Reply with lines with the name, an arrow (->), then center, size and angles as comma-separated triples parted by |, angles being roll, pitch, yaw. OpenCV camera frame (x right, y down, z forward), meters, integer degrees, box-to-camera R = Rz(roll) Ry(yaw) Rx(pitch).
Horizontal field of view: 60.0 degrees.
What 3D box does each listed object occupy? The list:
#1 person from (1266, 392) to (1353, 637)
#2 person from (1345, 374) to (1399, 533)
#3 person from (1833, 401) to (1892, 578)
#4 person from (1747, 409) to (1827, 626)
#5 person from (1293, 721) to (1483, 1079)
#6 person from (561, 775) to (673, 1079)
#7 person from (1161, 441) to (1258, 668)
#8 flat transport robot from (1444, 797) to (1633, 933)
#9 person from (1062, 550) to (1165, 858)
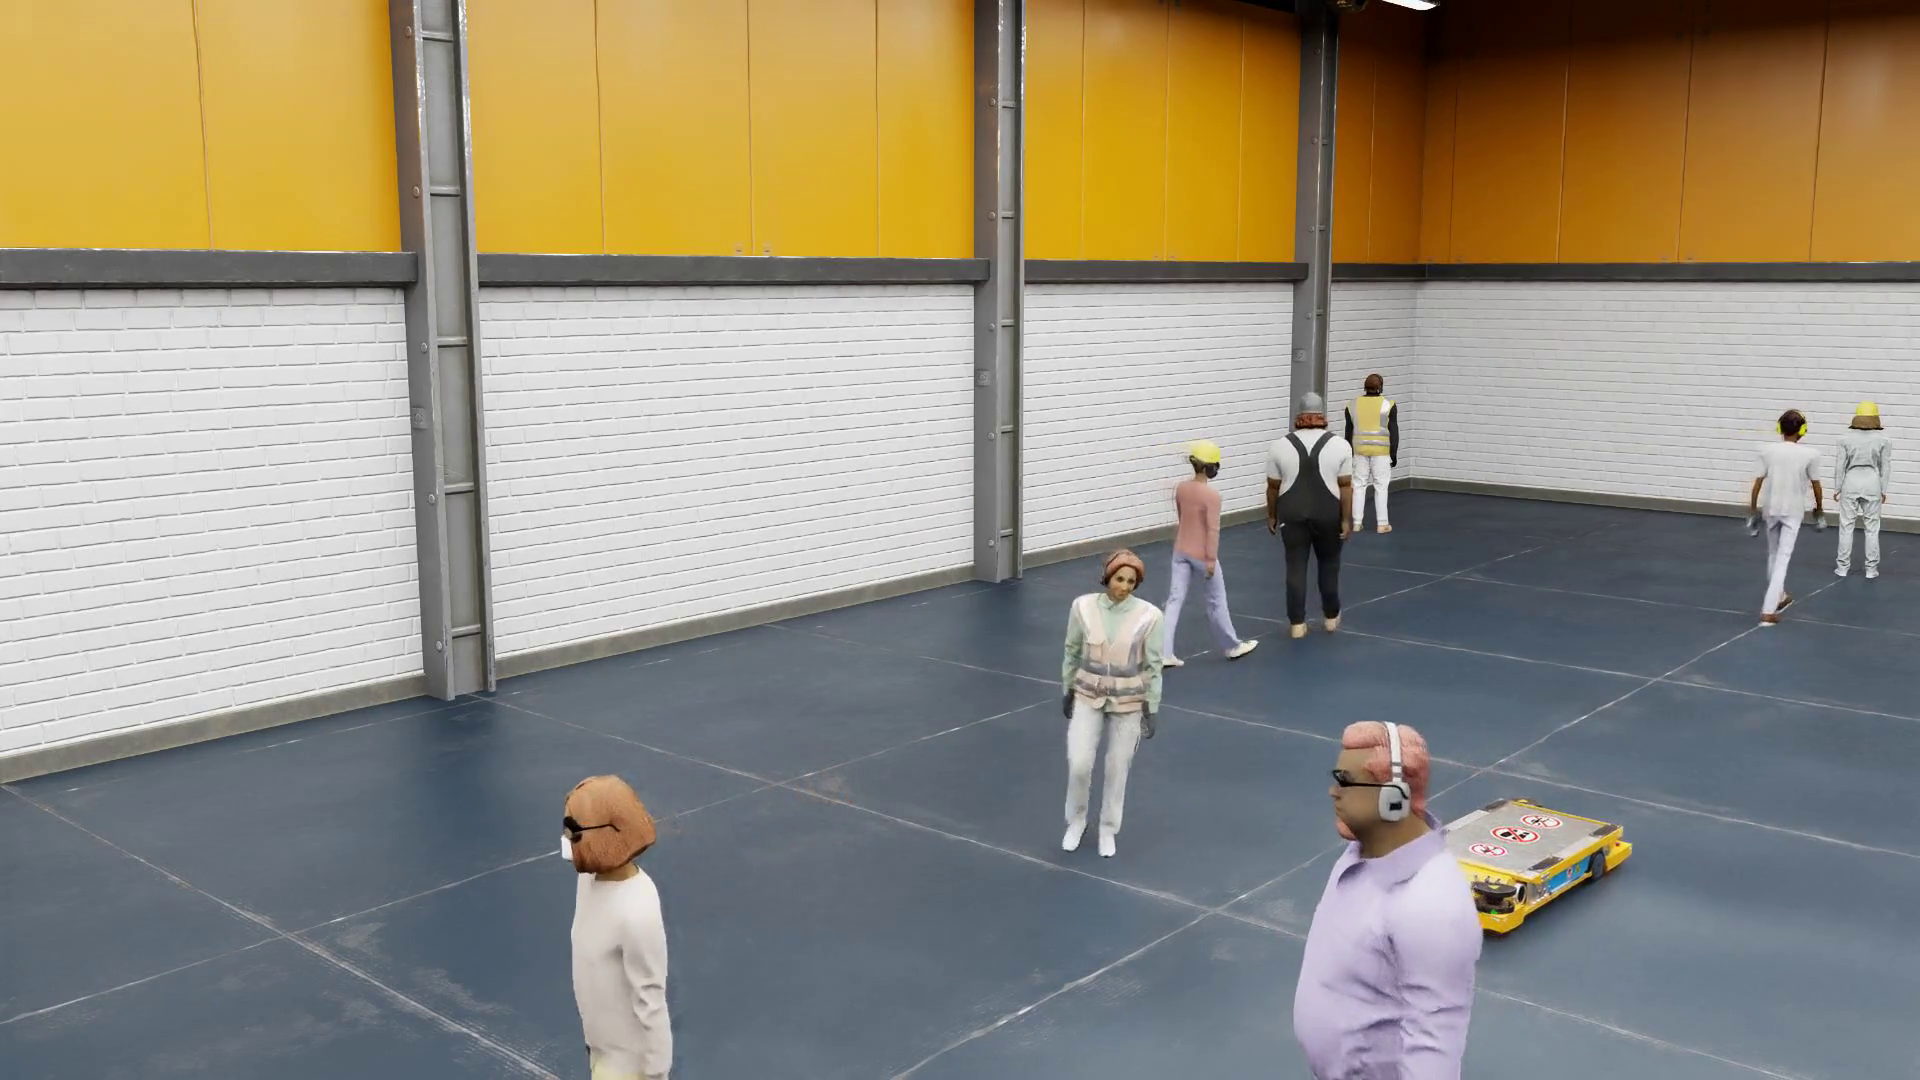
person -> 2.921, -0.238, 13.854 | 0.706, 2.000, 0.788 | 3, 10, 18
person -> 4.778, -1.004, 19.288 | 0.621, 1.845, 0.429 | 5, 10, 27
person -> 8.898, -0.498, 16.428 | 0.486, 1.740, 0.312 | 5, 10, 28
person -> 7.129, -0.203, 14.312 | 0.949, 1.825, 0.509 | -8, 12, -42
person -> 1.022, 1.381, 4.108 | 0.404, 1.910, 0.657 | 0, 9, -1
person -> -0.892, 1.432, 4.728 | 0.686, 1.610, 0.506 | -5, 10, -28
person -> 1.860, 0.108, 12.666 | 0.896, 1.720, 0.541 | -6, 11, -34
flat transport robot -> 2.683, 1.554, 8.140 | 0.652, 0.197, 1.431 | 9, 12, 43
person -> 0.774, 0.838, 8.438 | 0.526, 1.607, 0.399 | 2, 9, 14
